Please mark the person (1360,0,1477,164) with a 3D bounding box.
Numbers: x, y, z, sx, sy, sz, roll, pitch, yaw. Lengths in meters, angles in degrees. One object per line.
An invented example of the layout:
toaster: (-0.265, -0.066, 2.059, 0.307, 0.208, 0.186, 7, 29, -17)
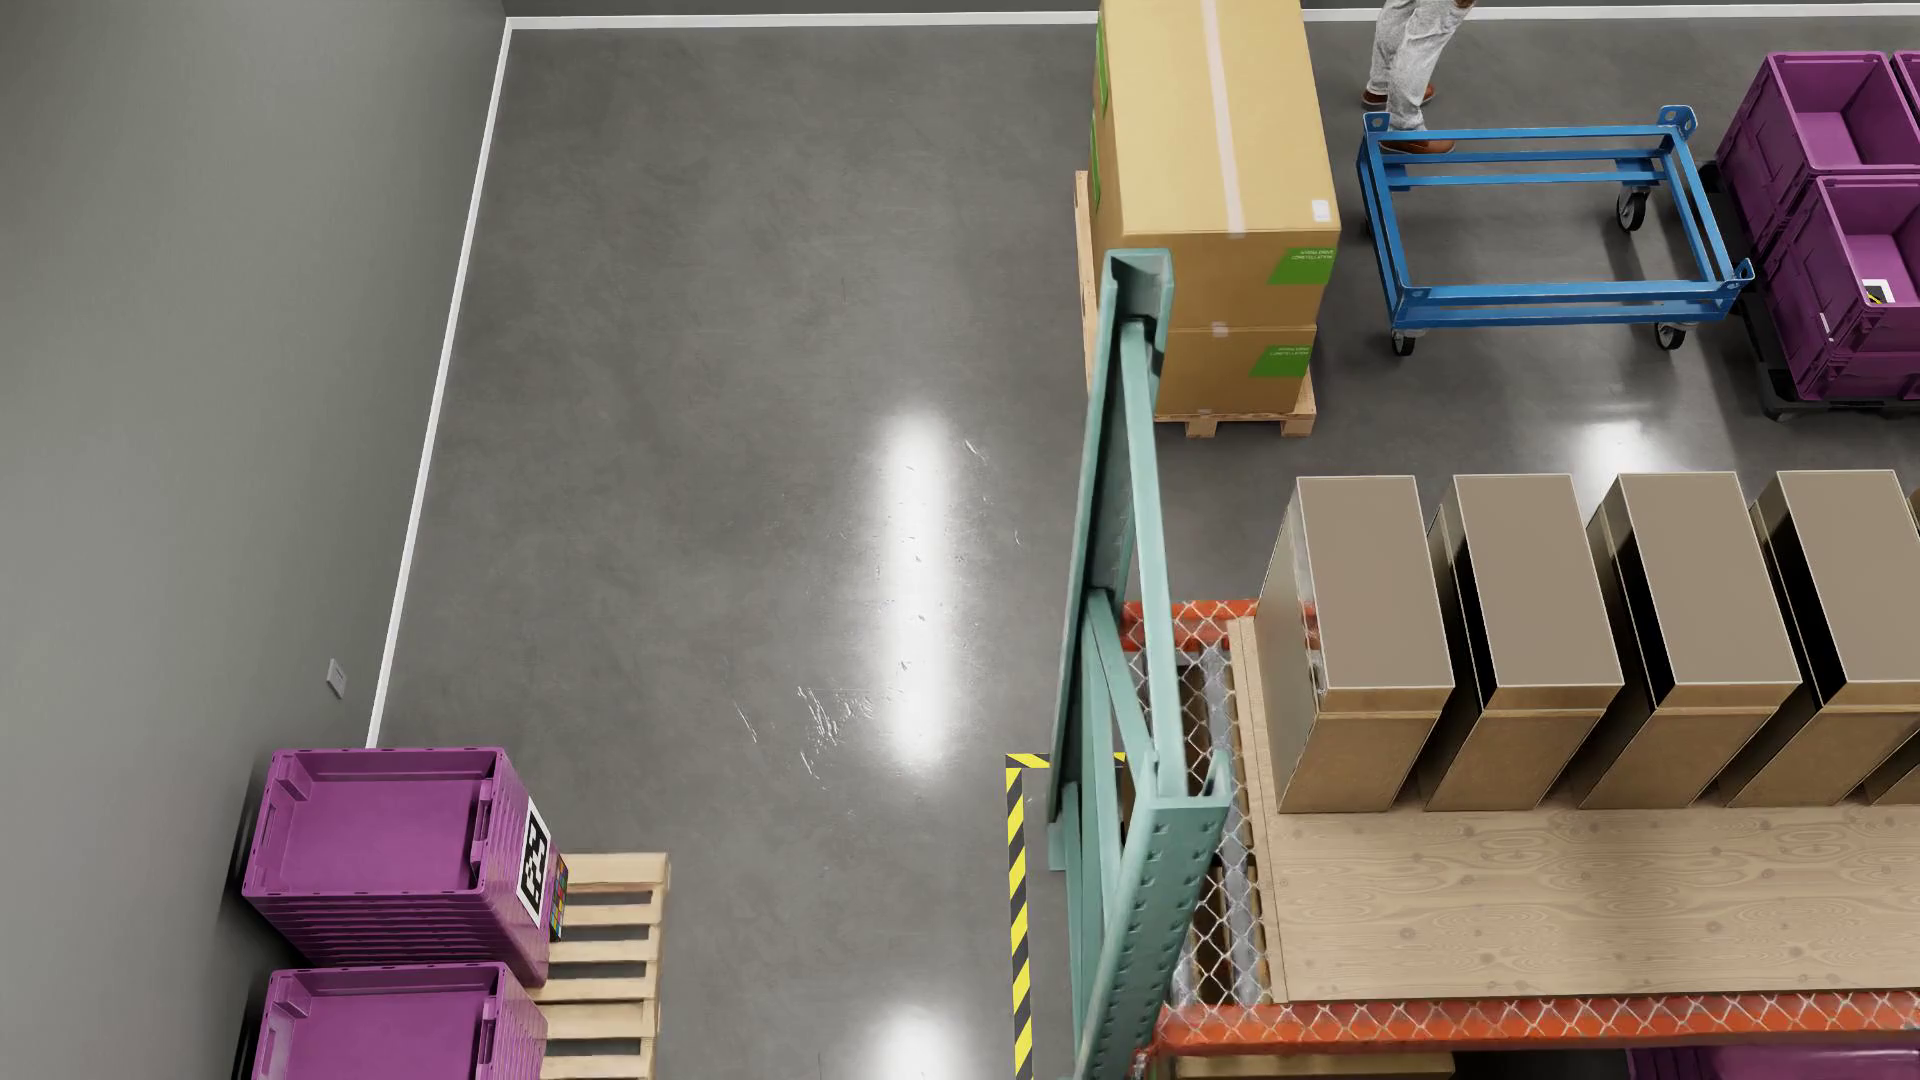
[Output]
person: (1.821, -2.253, 6.084, 0.376, 1.940, 0.629, -2, 58, -1)
